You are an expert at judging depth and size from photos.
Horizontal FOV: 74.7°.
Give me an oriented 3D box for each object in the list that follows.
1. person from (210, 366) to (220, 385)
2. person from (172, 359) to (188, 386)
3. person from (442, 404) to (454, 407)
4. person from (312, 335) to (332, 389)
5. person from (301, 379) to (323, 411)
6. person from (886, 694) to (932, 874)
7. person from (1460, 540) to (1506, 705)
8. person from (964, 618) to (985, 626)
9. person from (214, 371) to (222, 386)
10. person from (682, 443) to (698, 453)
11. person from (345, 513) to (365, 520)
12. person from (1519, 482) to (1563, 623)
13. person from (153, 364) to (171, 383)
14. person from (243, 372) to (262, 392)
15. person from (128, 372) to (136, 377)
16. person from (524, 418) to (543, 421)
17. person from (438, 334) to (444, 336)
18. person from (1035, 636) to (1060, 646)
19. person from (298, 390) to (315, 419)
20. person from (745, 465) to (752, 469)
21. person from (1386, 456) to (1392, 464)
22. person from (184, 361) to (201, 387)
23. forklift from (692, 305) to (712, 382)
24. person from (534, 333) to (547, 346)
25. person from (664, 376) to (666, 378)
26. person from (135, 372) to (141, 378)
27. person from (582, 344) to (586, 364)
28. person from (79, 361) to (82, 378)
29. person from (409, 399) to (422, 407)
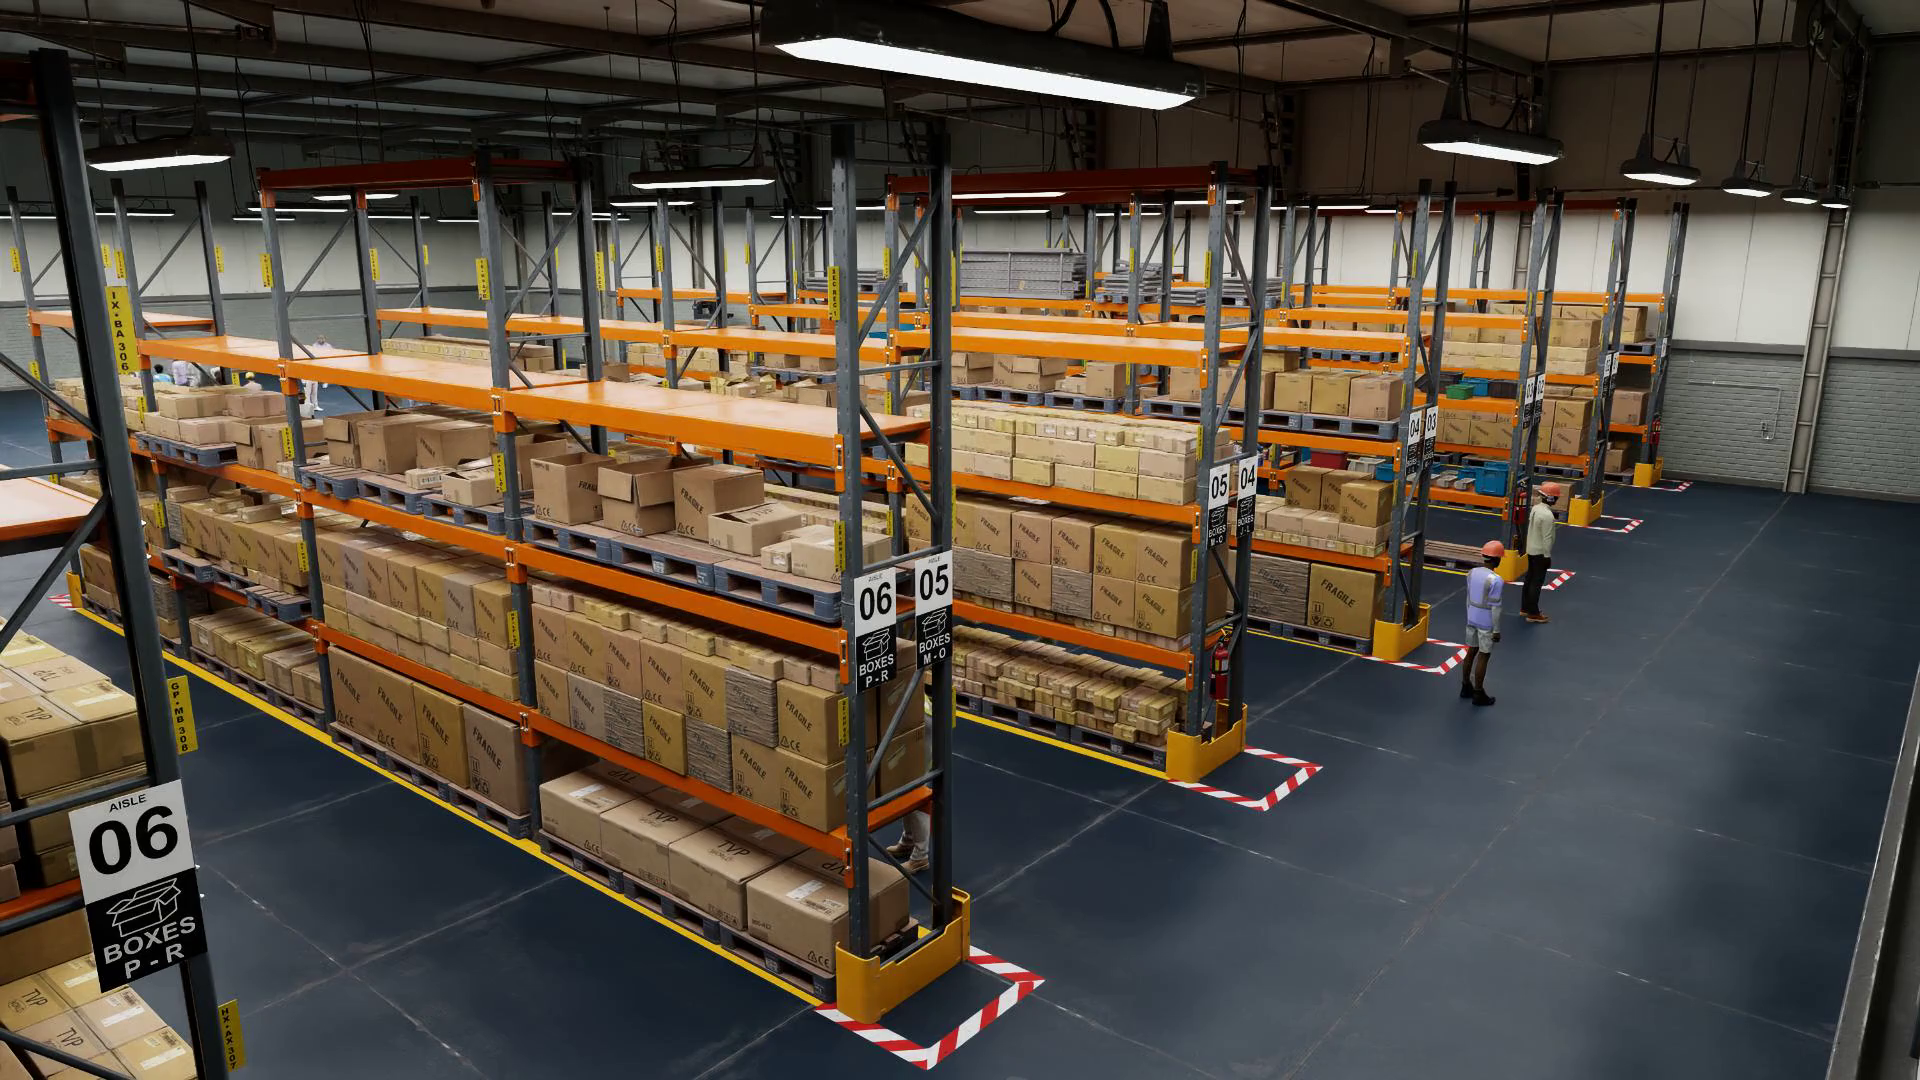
[{"bbox_3d":[-21.938,-4.509,37.427,0.998,1.807,0.554,9,16,34],"label":"person"},{"bbox_3d":[-24.022,-4.861,38.696,0.490,1.895,0.658,0,14,0],"label":"person"},{"bbox_3d":[-13.517,-3.535,33.554,0.530,1.725,0.892,0,14,-1],"label":"person"},{"bbox_3d":[-22.794,-6.397,45.068,0.653,1.869,0.967,-2,14,-8],"label":"person"},{"bbox_3d":[-20.051,-4.918,38.888,0.410,1.909,0.643,4,14,17],"label":"person"},{"bbox_3d":[-0.440,1.936,10.828,0.429,1.843,0.628,-5,14,-18],"label":"person"},{"bbox_3d":[6.128,0.951,14.705,0.389,1.929,0.545,-4,14,-14],"label":"person"},{"bbox_3d":[0.226,0.203,17.568,0.429,2.025,0.652,6,15,23],"label":"person"},{"bbox_3d":[-19.519,-3.556,33.441,0.602,1.844,1.052,6,15,23],"label":"person"},{"bbox_3d":[-5.111,-1.160,23.504,0.609,1.870,0.462,-12,18,-40],"label":"person"},{"bbox_3d":[-11.413,-1.172,23.615,0.634,1.841,0.429,-3,14,-11],"label":"person"},{"bbox_3d":[8.236,0.161,17.834,0.407,1.986,0.616,1,14,6],"label":"person"},{"bbox_3d":[-23.276,-4.299,36.792,0.399,1.681,0.549,5,15,20],"label":"person"},{"bbox_3d":[-19.203,-3.693,34.244,0.909,1.710,0.559,9,16,32],"label":"person"},{"bbox_3d":[-23.626,-4.071,36.006,0.310,1.645,0.503,11,17,37],"label":"person"},{"bbox_3d":[-9.274,-2.247,27.809,1.004,1.939,0.628,2,14,9],"label":"person"},{"bbox_3d":[-18.857,-6.579,45.819,0.715,1.877,0.649,10,17,35],"label":"person"},{"bbox_3d":[1.056,0.813,15.505,0.613,1.810,0.602,9,16,34],"label":"person"},{"bbox_3d":[-15.224,-2.554,29.278,0.496,1.856,0.327,-7,15,-27],"label":"person"},{"bbox_3d":[-4.700,-2.543,29.222,0.540,1.872,1.072,4,14,16],"label":"person"},{"bbox_3d":[9.589,-2.286,28.248,0.626,1.813,0.599,-12,18,-41],"label":"person"},{"bbox_3d":[-23.833,-4.984,39.198,0.660,1.900,0.844,6,15,24],"label":"person"},{"bbox_3d":[-9.511,-7.392,47.124,1.873,2.768,1.129,11,17,38],"label":"forklift"},{"bbox_3d":[-17.958,-8.545,53.935,0.508,1.846,0.345,1,14,4],"label":"person"},{"bbox_3d":[-10.204,-6.067,43.901,0.772,1.785,0.406,10,17,35],"label":"person"},{"bbox_3d":[-26.334,-5.207,40.012,0.373,1.934,0.551,7,15,27],"label":"person"},{"bbox_3d":[-13.214,-6.392,45.084,0.430,1.845,0.619,6,15,22],"label":"person"},{"bbox_3d":[-26.901,-4.797,38.982,0.613,1.616,0.519,-3,14,-12],"label":"person"},{"bbox_3d":[-16.095,-4.401,37.076,0.518,1.757,0.338,0,14,0],"label":"person"}]
